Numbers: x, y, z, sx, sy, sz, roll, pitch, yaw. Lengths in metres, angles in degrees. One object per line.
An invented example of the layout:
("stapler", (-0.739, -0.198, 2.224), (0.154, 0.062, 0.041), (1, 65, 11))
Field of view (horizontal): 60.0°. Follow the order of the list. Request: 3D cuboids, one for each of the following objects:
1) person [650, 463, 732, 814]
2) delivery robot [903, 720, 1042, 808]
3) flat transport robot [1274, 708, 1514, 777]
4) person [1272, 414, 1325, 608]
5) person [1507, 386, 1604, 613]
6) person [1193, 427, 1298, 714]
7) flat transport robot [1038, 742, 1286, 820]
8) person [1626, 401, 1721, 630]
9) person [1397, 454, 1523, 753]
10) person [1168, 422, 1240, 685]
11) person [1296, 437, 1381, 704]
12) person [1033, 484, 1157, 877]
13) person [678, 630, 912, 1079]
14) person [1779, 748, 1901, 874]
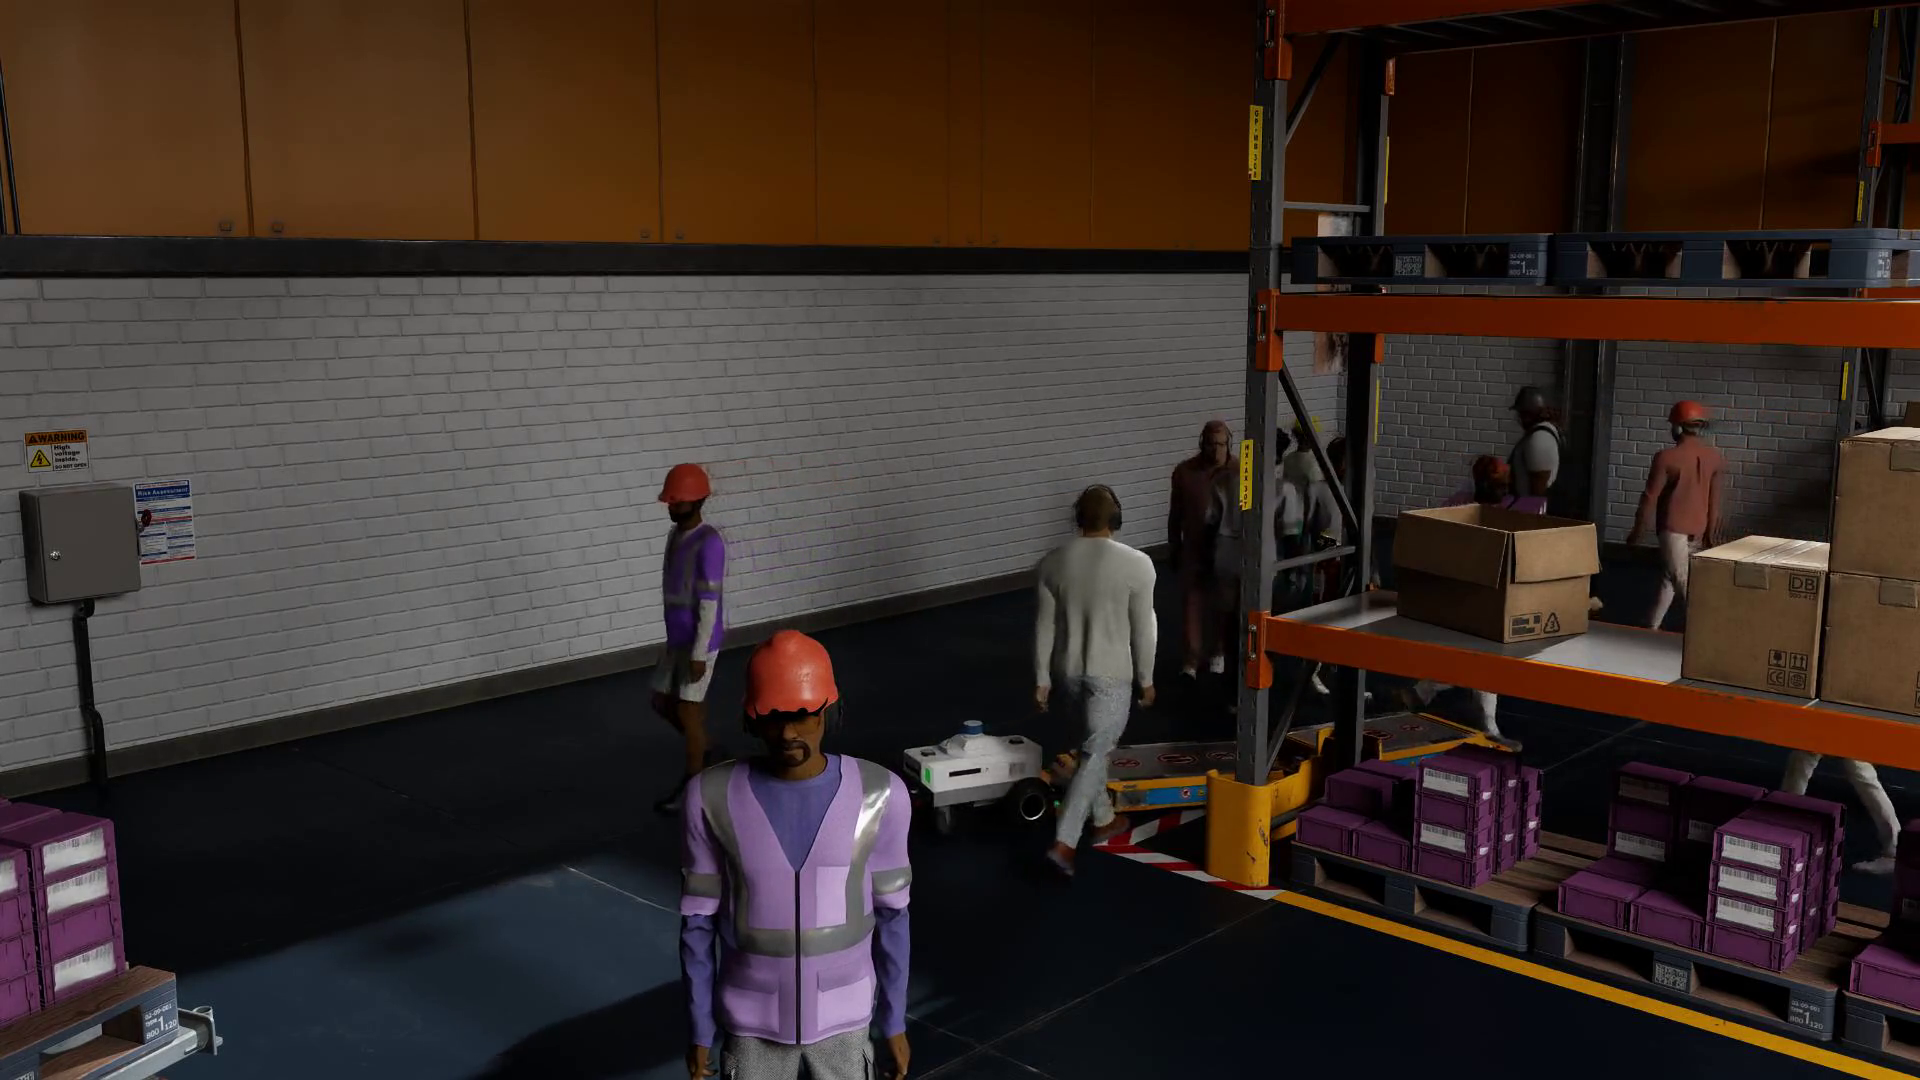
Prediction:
("person", (-1.483, 0.533, 9.022), (0.387, 1.918, 0.566), (-6, 11, -33))
("delivery robot", (0.066, 1.200, 8.811), (0.707, 0.478, 0.477), (-4, 10, -24))
("flat transport robot", (2.498, 1.227, 9.801), (1.431, 0.197, 0.652), (-5, 10, -27))
("person", (2.800, -0.190, 14.005), (0.790, 1.736, 0.527), (-2, 9, -11))
("person", (4.923, -0.335, 13.969), (1.003, 2.000, 0.698), (7, 12, 36))
("person", (1.959, 0.171, 11.236), (0.693, 1.914, 0.813), (6, 11, 33))
("flat transport robot", (1.128, 1.317, 9.249), (1.431, 0.197, 0.652), (-2, 10, -13))
("person", (5.542, -0.093, 12.799), (0.622, 1.952, 1.013), (-4, 10, -25))
("person", (3.083, 0.379, 10.146), (0.684, 1.857, 0.631), (4, 10, 25))
("person", (1.794, 0.103, 11.828), (0.658, 1.854, 0.972), (2, 9, 10))
("person", (2.595, 0.216, 11.290), (0.564, 1.817, 0.931), (-4, 10, -21))
("person", (0.620, 0.676, 8.230), (0.620, 1.901, 0.993), (6, 11, 33))
("person", (-0.423, 1.233, 4.344), (0.610, 2.043, 0.375), (-1, 9, -7))
("person", (4.292, 0.836, 8.181), (0.860, 1.583, 0.504), (5, 11, 28))
